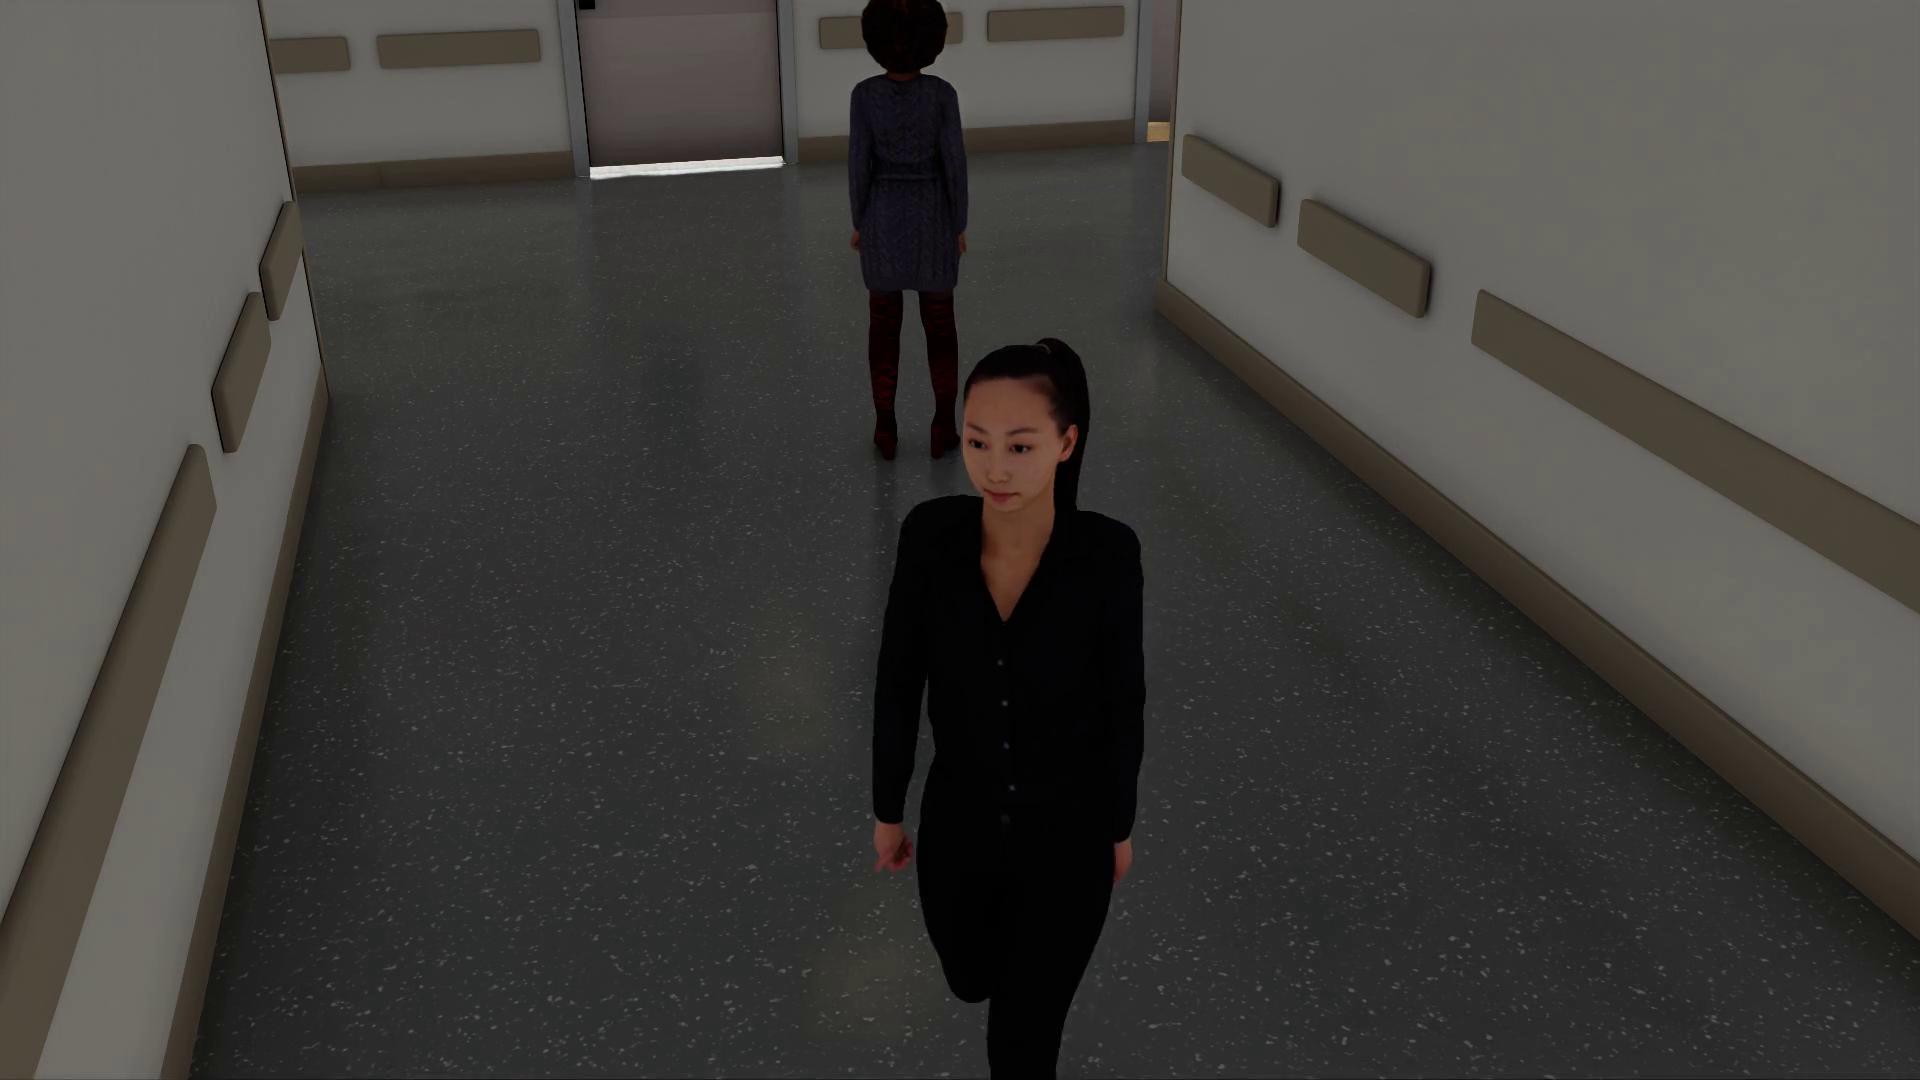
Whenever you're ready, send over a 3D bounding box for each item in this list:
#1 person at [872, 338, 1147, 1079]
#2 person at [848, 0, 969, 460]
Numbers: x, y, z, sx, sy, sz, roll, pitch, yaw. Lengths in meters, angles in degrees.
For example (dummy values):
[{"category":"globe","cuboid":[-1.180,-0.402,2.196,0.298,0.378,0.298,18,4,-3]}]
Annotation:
[{"category":"person","cuboid":[0.101,0.470,2.797,1.045,1.688,0.965,6,26,12]},{"category":"person","cuboid":[-0.188,-1.123,6.075,0.573,1.710,0.712,3,26,6]}]
